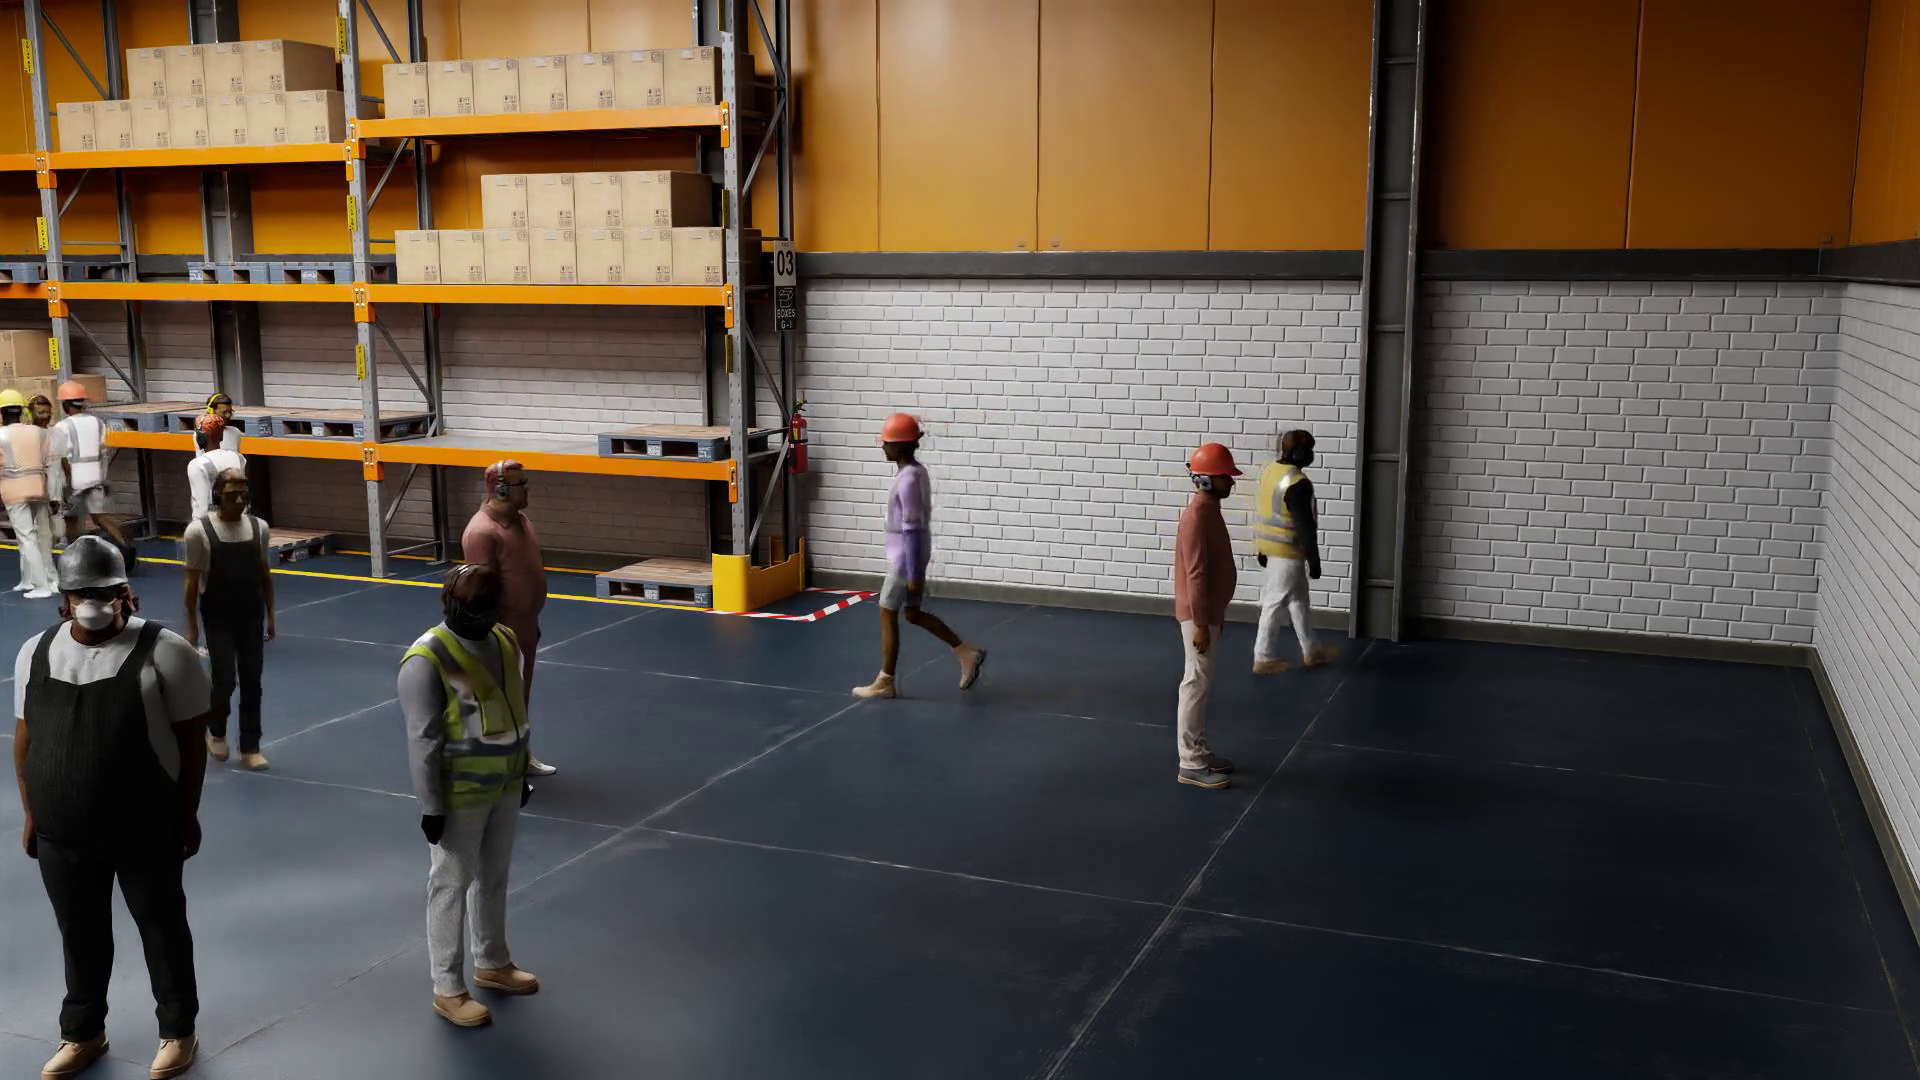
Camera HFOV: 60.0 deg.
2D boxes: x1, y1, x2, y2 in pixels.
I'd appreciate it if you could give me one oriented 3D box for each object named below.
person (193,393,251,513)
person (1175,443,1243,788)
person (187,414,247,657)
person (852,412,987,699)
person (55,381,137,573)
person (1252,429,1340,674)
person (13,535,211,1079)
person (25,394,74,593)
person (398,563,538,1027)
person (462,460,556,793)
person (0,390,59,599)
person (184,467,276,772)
[{"bbox_3d":[-6.685,-0.401,15.112,0.328,1.865,0.508,4,10,24],"label":"person"},{"bbox_3d":[1.436,0.428,9.690,0.382,1.995,0.612,2,10,14],"label":"person"},{"bbox_3d":[-5.724,-0.036,12.834,0.348,1.882,0.584,2,10,13],"label":"person"},{"bbox_3d":[-0.293,0.122,11.483,0.856,2.023,0.611,1,9,7],"label":"person"},{"bbox_3d":[-8.415,-0.579,16.064,0.827,1.914,0.553,4,10,21],"label":"person"},{"bbox_3d":[2.542,0.091,12.288,0.853,1.807,0.666,-1,9,-9],"label":"person"},{"bbox_3d":[-3.147,0.994,6.120,0.689,2.000,0.539,0,9,-2],"label":"person"},{"bbox_3d":[-8.554,-0.438,15.453,0.747,1.836,0.542,8,12,39],"label":"person"},{"bbox_3d":[-1.945,0.999,6.700,0.429,1.839,0.633,4,10,22],"label":"person"},{"bbox_3d":[-2.580,0.489,9.585,0.409,1.907,0.651,1,9,7],"label":"person"},{"bbox_3d":[-8.546,-0.405,15.041,0.737,1.889,0.578,4,10,22],"label":"person"},{"bbox_3d":[-4.325,0.476,9.887,0.432,1.829,0.541,8,13,41],"label":"person"}]
